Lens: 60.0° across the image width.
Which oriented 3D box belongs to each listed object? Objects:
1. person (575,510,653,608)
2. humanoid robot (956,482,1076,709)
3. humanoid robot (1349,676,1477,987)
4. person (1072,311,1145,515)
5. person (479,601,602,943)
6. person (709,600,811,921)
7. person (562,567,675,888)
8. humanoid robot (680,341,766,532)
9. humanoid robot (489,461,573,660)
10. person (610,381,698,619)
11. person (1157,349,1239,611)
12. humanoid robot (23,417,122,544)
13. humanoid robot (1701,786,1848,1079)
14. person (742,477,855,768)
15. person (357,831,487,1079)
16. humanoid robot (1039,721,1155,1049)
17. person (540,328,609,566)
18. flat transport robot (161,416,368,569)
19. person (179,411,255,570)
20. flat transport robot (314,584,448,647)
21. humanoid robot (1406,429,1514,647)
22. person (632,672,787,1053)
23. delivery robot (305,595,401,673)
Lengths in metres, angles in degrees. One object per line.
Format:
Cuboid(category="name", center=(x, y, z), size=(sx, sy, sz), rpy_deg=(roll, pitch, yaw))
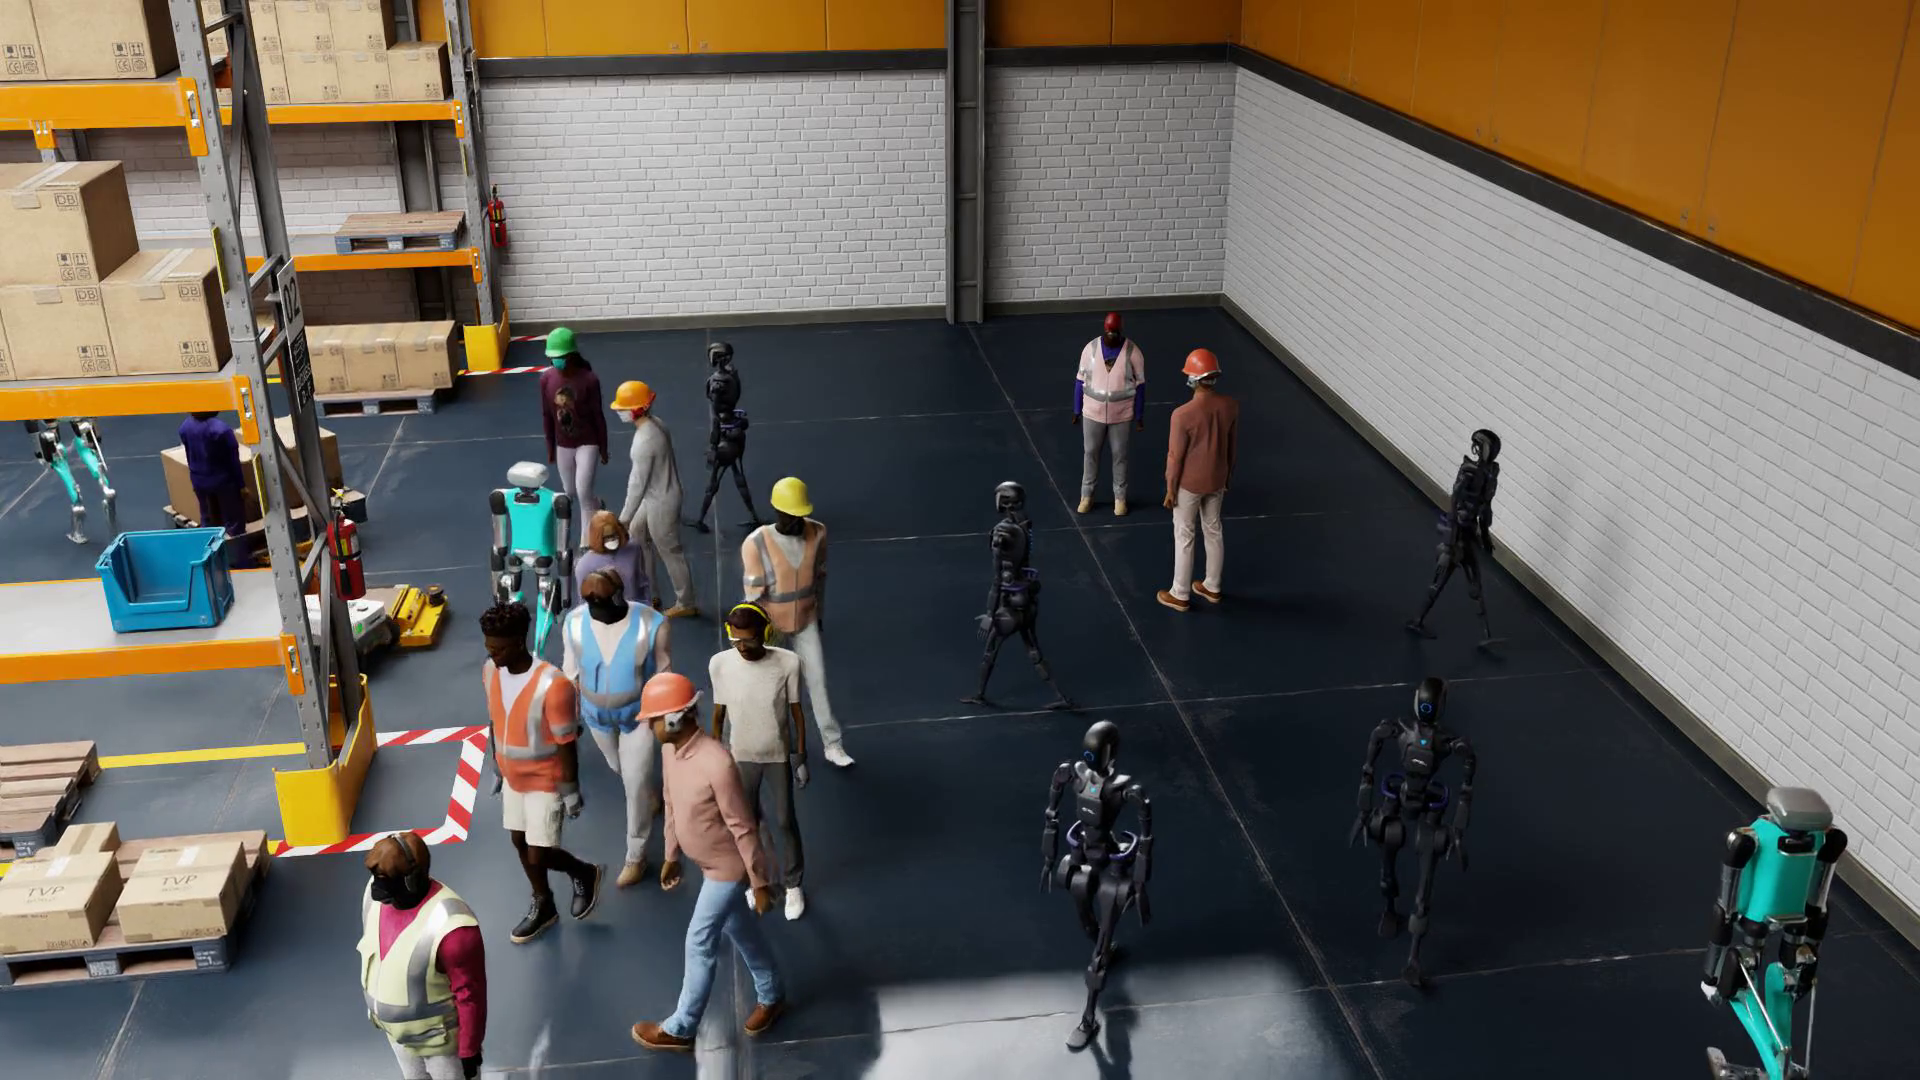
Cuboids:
Cuboid(category="person", center=(-2.193, 0.525, 10.544), size=(0.619, 1.611, 0.511), rpy_deg=(21, 31, 39))
Cuboid(category="humanoid robot", center=(0.369, 0.388, 10.830), size=(0.802, 1.625, 0.600), rpy_deg=(11, 26, 23))
Cuboid(category="humanoid robot", center=(2.280, 1.438, 8.401), size=(0.602, 1.627, 0.742), rpy_deg=(9, 25, 19))
Cuboid(category="person", center=(1.242, -1.062, 13.967), size=(0.599, 1.756, 0.420), rpy_deg=(4, 24, 9))
Cuboid(category="person", center=(-2.205, 1.204, 8.567), size=(0.628, 1.941, 0.457), rpy_deg=(15, 28, 31))
Cuboid(category="person", center=(-1.049, 1.161, 8.784), size=(0.517, 1.857, 0.346), rpy_deg=(1, 24, 2))
Cuboid(category="person", center=(-1.889, 0.939, 9.363), size=(0.636, 1.798, 0.919), rpy_deg=(3, 24, 7))
Cuboid(category="humanoid robot", center=(-1.971, -0.862, 13.632), size=(0.695, 1.631, 0.589), rpy_deg=(3, 24, 8))
Cuboid(category="humanoid robot", center=(-2.767, 0.429, 10.587), size=(0.540, 1.740, 0.938), rpy_deg=(2, 24, 4))
Cuboid(category="person", center=(-2.266, -0.269, 12.024), size=(0.706, 1.862, 0.564), rpy_deg=(-4, 24, -9))
Cuboid(category="person", center=(1.756, -0.443, 12.276), size=(0.616, 1.985, 0.400), rpy_deg=(-14, 27, -29))
Cuboid(category="humanoid robot", center=(-6.997, -0.702, 13.183), size=(0.863, 1.776, 0.539), rpy_deg=(22, 32, 40))
Cuboid(category="humanoid robot", center=(3.525, 1.930, 7.160), size=(0.545, 1.741, 0.981), rpy_deg=(-3, 24, -7))
Cuboid(category="person", center=(-1.010, 0.520, 10.198), size=(0.601, 1.886, 0.921), rpy_deg=(-13, 27, -27))
Cuboid(category="person", center=(-2.207, 2.002, 6.881), size=(0.623, 1.844, 0.431), rpy_deg=(17, 29, 33))
Cuboid(category="humanoid robot", center=(0.681, 1.588, 8.092), size=(0.608, 1.630, 0.786), rpy_deg=(12, 27, 26))
Cuboid(category="person", center=(-3.015, -0.818, 13.212), size=(0.507, 1.920, 0.781), rpy_deg=(5, 24, 10))
Cuboid(category="flat transport robot", center=(-5.560, -0.012, 13.424), size=(1.431, 0.231, 0.659), rpy_deg=(20, 30, 37))
Cuboid(category="person", center=(-5.634, -0.429, 12.689), size=(0.461, 1.618, 0.365), rpy_deg=(8, 25, 18))
Cuboid(category="flat transport robot", center=(-4.518, 0.573, 12.090), size=(1.431, 0.231, 0.659), rpy_deg=(-2, 24, -5))
Cuboid(category="humanoid robot", center=(3.574, -0.001, 11.676), size=(0.606, 1.625, 0.750), rpy_deg=(-21, 31, -39))
Cuboid(category="person", center=(-1.220, 1.541, 7.827), size=(0.845, 1.928, 0.678), rpy_deg=(-11, 26, -24))
Cuboid(category="delivery robot", center=(-4.387, 0.599, 11.678), size=(0.797, 0.595, 0.499), rpy_deg=(7, 25, 15))
